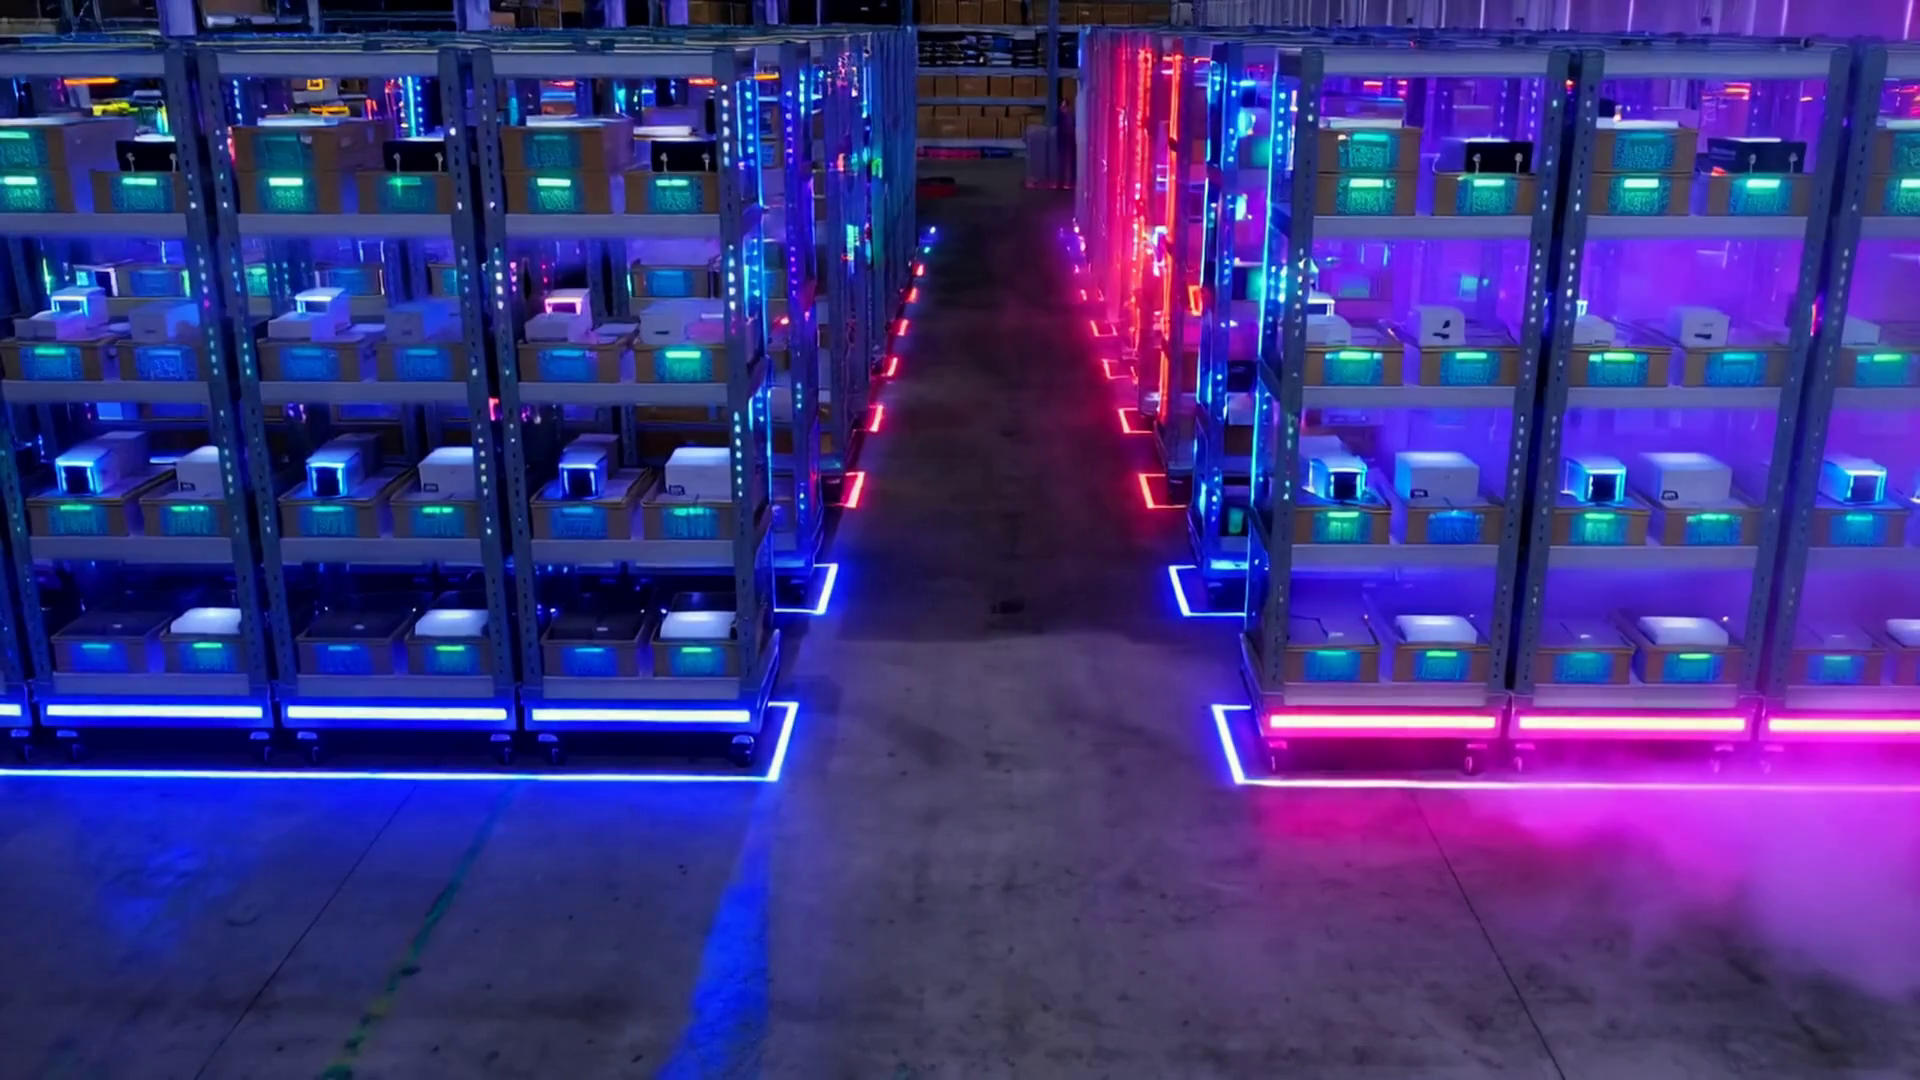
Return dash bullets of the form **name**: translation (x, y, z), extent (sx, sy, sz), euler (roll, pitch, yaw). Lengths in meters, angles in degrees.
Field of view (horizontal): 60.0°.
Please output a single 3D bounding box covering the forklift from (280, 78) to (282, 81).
- **forklift**: translation (-17.764, -11.124, 43.090), extent (1.873, 2.768, 1.129), euler (0, 17, 1)
